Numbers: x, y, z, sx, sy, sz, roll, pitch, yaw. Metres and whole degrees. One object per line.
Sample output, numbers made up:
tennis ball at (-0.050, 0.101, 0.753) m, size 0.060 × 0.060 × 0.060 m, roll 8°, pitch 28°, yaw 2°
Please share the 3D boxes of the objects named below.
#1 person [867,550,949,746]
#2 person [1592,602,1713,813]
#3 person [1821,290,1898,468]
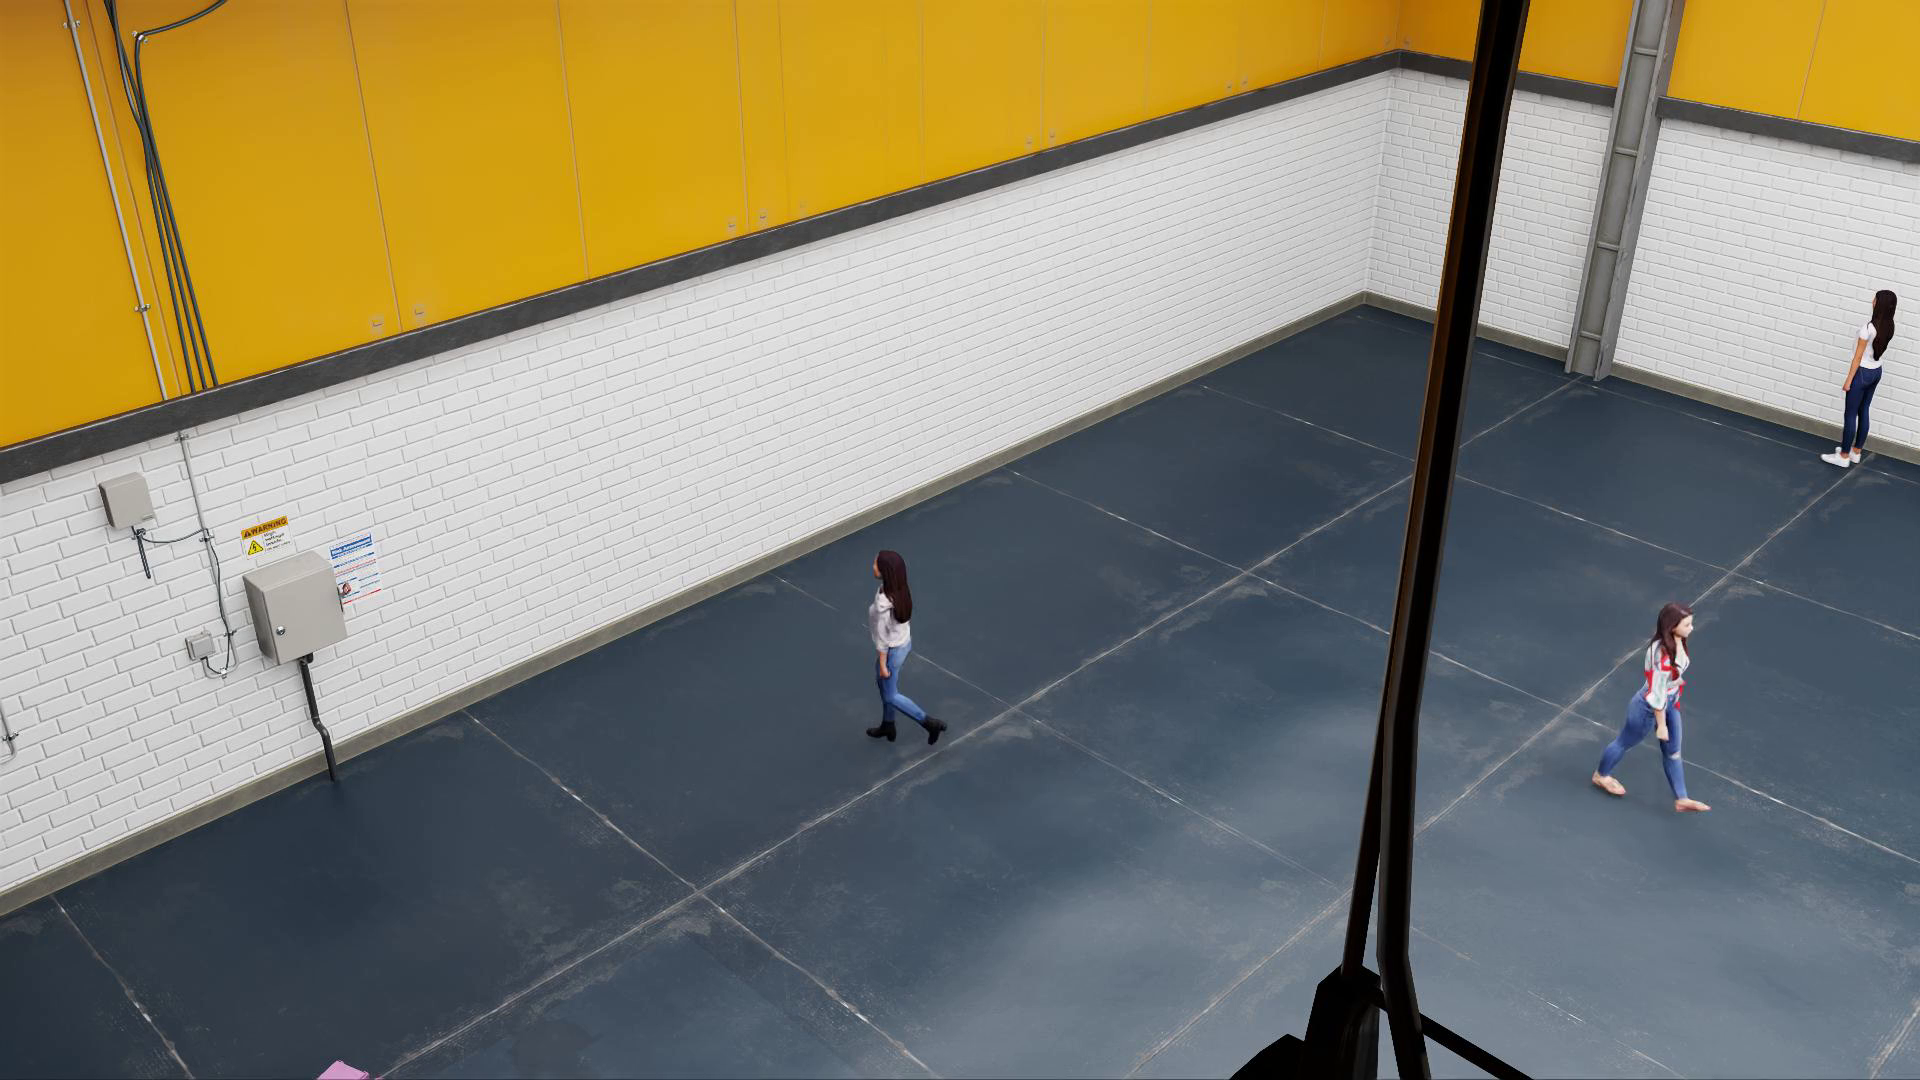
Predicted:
person at (-0.407, 0.809, 11.883) m, size 0.990 × 1.614 × 0.834 m, roll 9°, pitch 30°, yaw 17°
person at (4.650, 1.118, 11.357) m, size 1.003 × 1.575 × 0.610 m, roll 25°, pitch 37°, yaw 38°
person at (8.750, -1.560, 16.060) m, size 0.626 × 1.773 × 0.581 m, roll -17°, pitch 33°, yaw -28°
